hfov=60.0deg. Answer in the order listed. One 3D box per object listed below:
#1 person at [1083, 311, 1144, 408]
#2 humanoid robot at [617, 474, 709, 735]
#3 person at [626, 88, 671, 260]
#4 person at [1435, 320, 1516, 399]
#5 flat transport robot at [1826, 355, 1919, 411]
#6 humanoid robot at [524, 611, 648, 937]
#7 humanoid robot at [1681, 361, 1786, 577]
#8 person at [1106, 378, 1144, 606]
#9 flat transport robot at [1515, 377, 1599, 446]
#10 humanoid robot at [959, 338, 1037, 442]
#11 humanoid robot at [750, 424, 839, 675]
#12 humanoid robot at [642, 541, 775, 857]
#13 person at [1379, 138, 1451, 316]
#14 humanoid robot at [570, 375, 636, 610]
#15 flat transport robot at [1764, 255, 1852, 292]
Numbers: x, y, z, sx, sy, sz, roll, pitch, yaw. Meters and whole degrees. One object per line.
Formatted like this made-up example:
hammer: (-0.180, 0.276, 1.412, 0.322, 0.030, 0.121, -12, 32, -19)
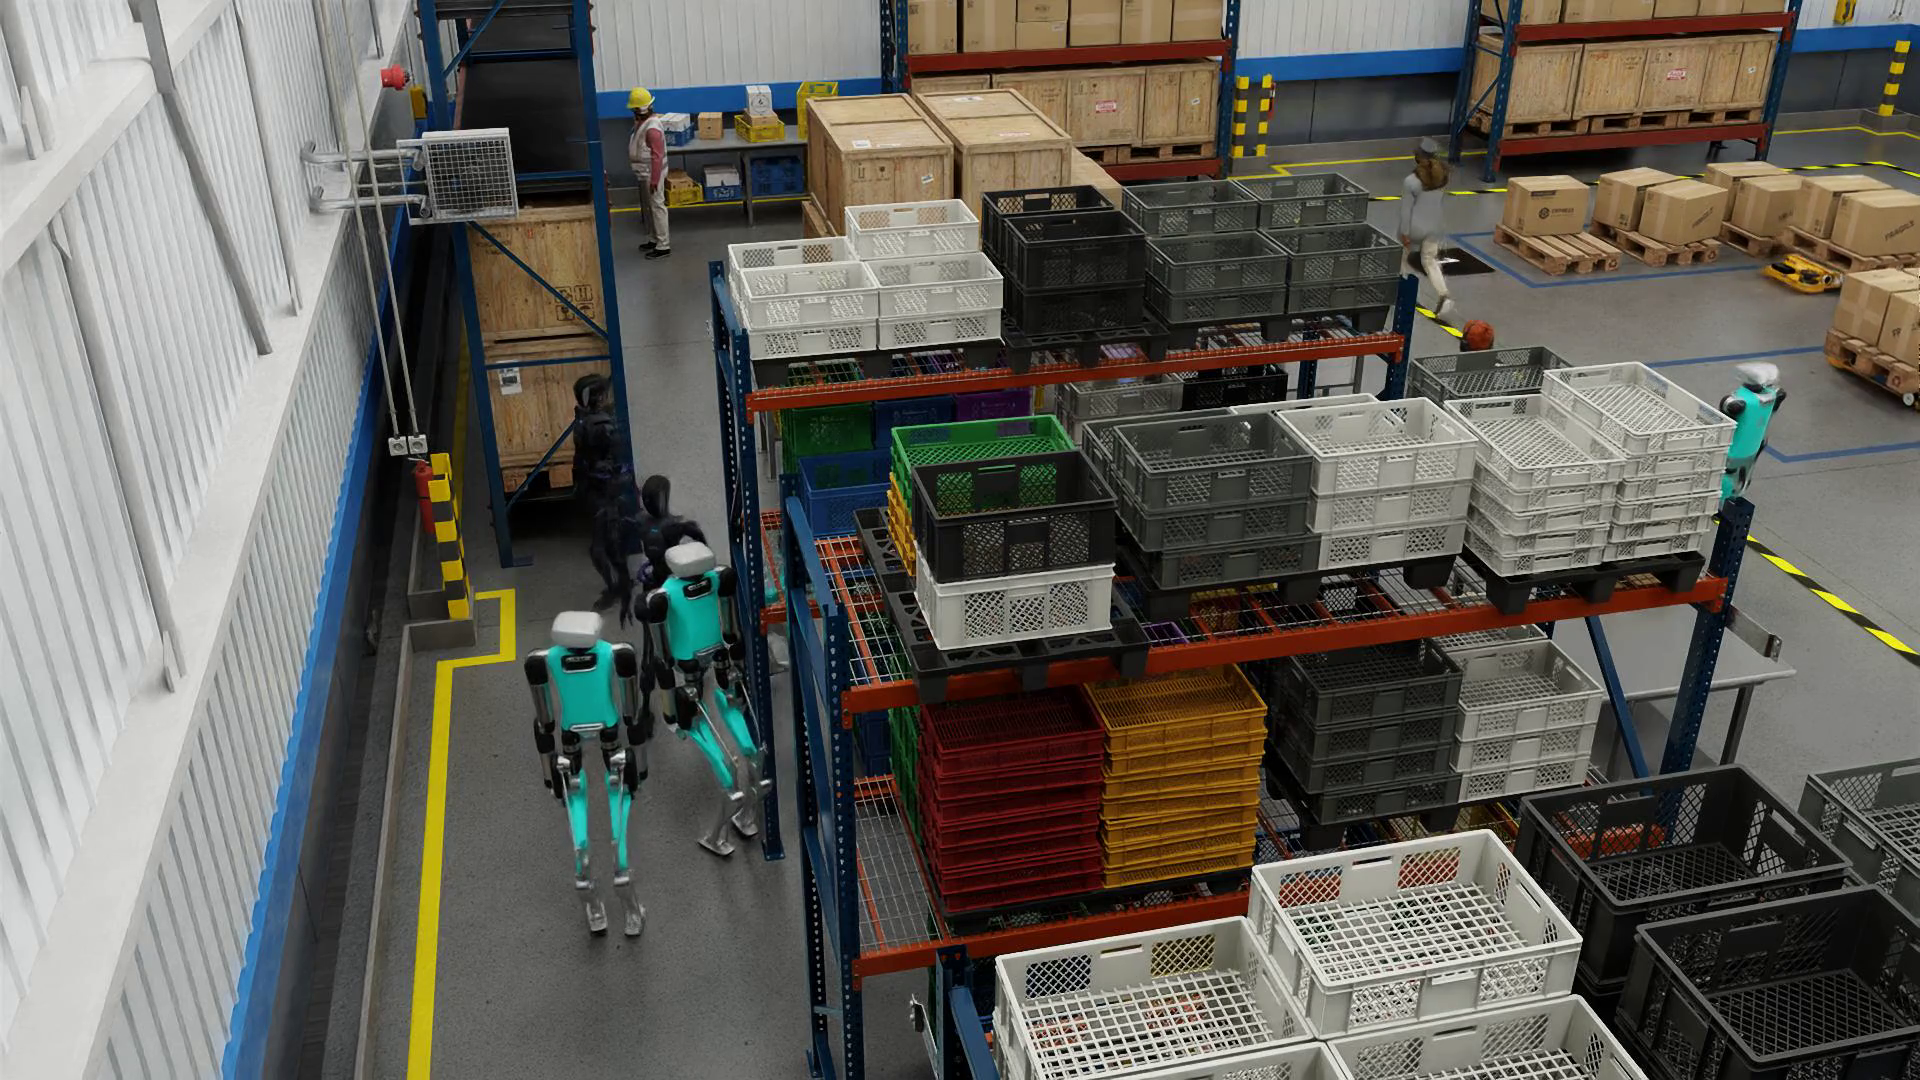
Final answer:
person: (1.178, -1.340, 12.695, 0.613, 2.035, 0.391, 19, 33, 31)
humanoid robot: (-1.754, 0.328, 9.993, 0.616, 1.642, 0.756, 2, 28, 4)
person: (-3.331, -3.932, 17.840, 0.403, 1.822, 0.588, -9, 29, -16)
person: (3.478, -0.607, 11.483, 0.572, 1.877, 0.359, -3, 28, -7)
flat transport robot: (8.480, -1.452, 14.772, 0.652, 0.197, 1.431, -6, 28, -12)
humanoid robot: (-1.783, 1.231, 8.076, 0.541, 1.749, 0.674, -4, 28, -7)
humanoid robot: (5.015, -0.483, 11.244, 0.533, 1.677, 0.735, -15, 31, -26)
person: (1.030, -0.125, 10.485, 0.410, 1.943, 0.635, -19, 33, -32)
flat transport robot: (4.780, -1.036, 14.013, 0.659, 0.231, 1.431, -6, 28, -12)
humanoid robot: (0.298, -0.503, 11.316, 0.533, 1.693, 0.741, -4, 28, -7)
humanoid robot: (-1.089, 0.137, 10.231, 0.911, 1.753, 0.531, -11, 30, -20)
humanoid robot: (-1.235, 0.886, 8.713, 0.530, 1.723, 0.736, -22, 35, -35)
person: (4.534, -3.057, 16.262, 0.563, 1.738, 0.770, -11, 30, -20)
humanoid robot: (-2.430, -0.335, 11.173, 0.483, 1.643, 0.601, -21, 34, -34)
flat transport robot: (9.269, -2.842, 17.409, 1.431, 0.197, 0.652, -6, 28, -12)
